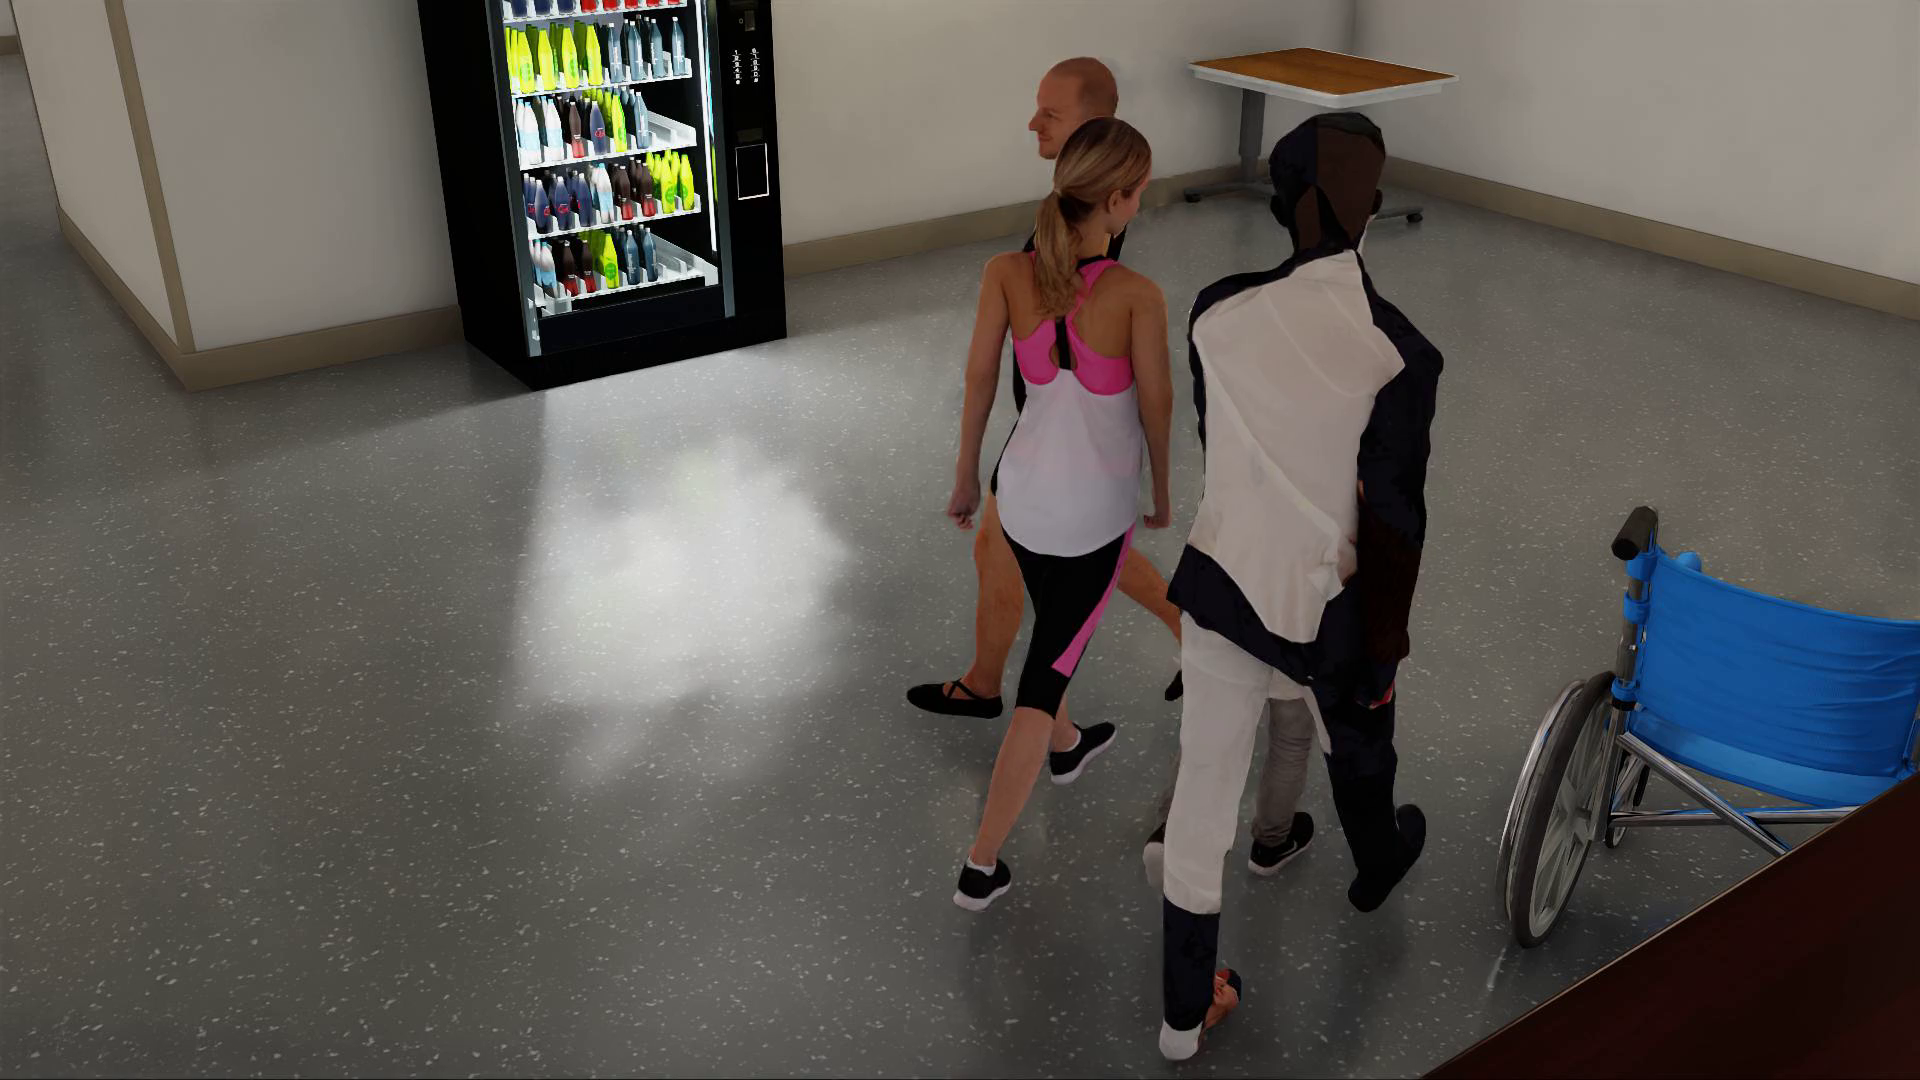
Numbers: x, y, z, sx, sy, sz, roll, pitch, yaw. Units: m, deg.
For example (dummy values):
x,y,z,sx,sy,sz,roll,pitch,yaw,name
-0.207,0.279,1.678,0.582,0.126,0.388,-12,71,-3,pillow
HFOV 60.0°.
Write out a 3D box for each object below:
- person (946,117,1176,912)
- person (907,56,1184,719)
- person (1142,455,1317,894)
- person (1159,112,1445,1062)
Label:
x,y,z,sx,sy,sz,roll,pitch,yaw,name
0.196,0.014,3.650,0.941,1.740,1.217,13,28,24,person
0.349,-0.288,4.228,1.169,1.781,1.139,7,27,14,person
0.641,0.186,3.657,0.674,1.424,0.883,19,32,34,person
0.567,0.180,3.184,0.960,1.845,1.235,18,31,32,person
